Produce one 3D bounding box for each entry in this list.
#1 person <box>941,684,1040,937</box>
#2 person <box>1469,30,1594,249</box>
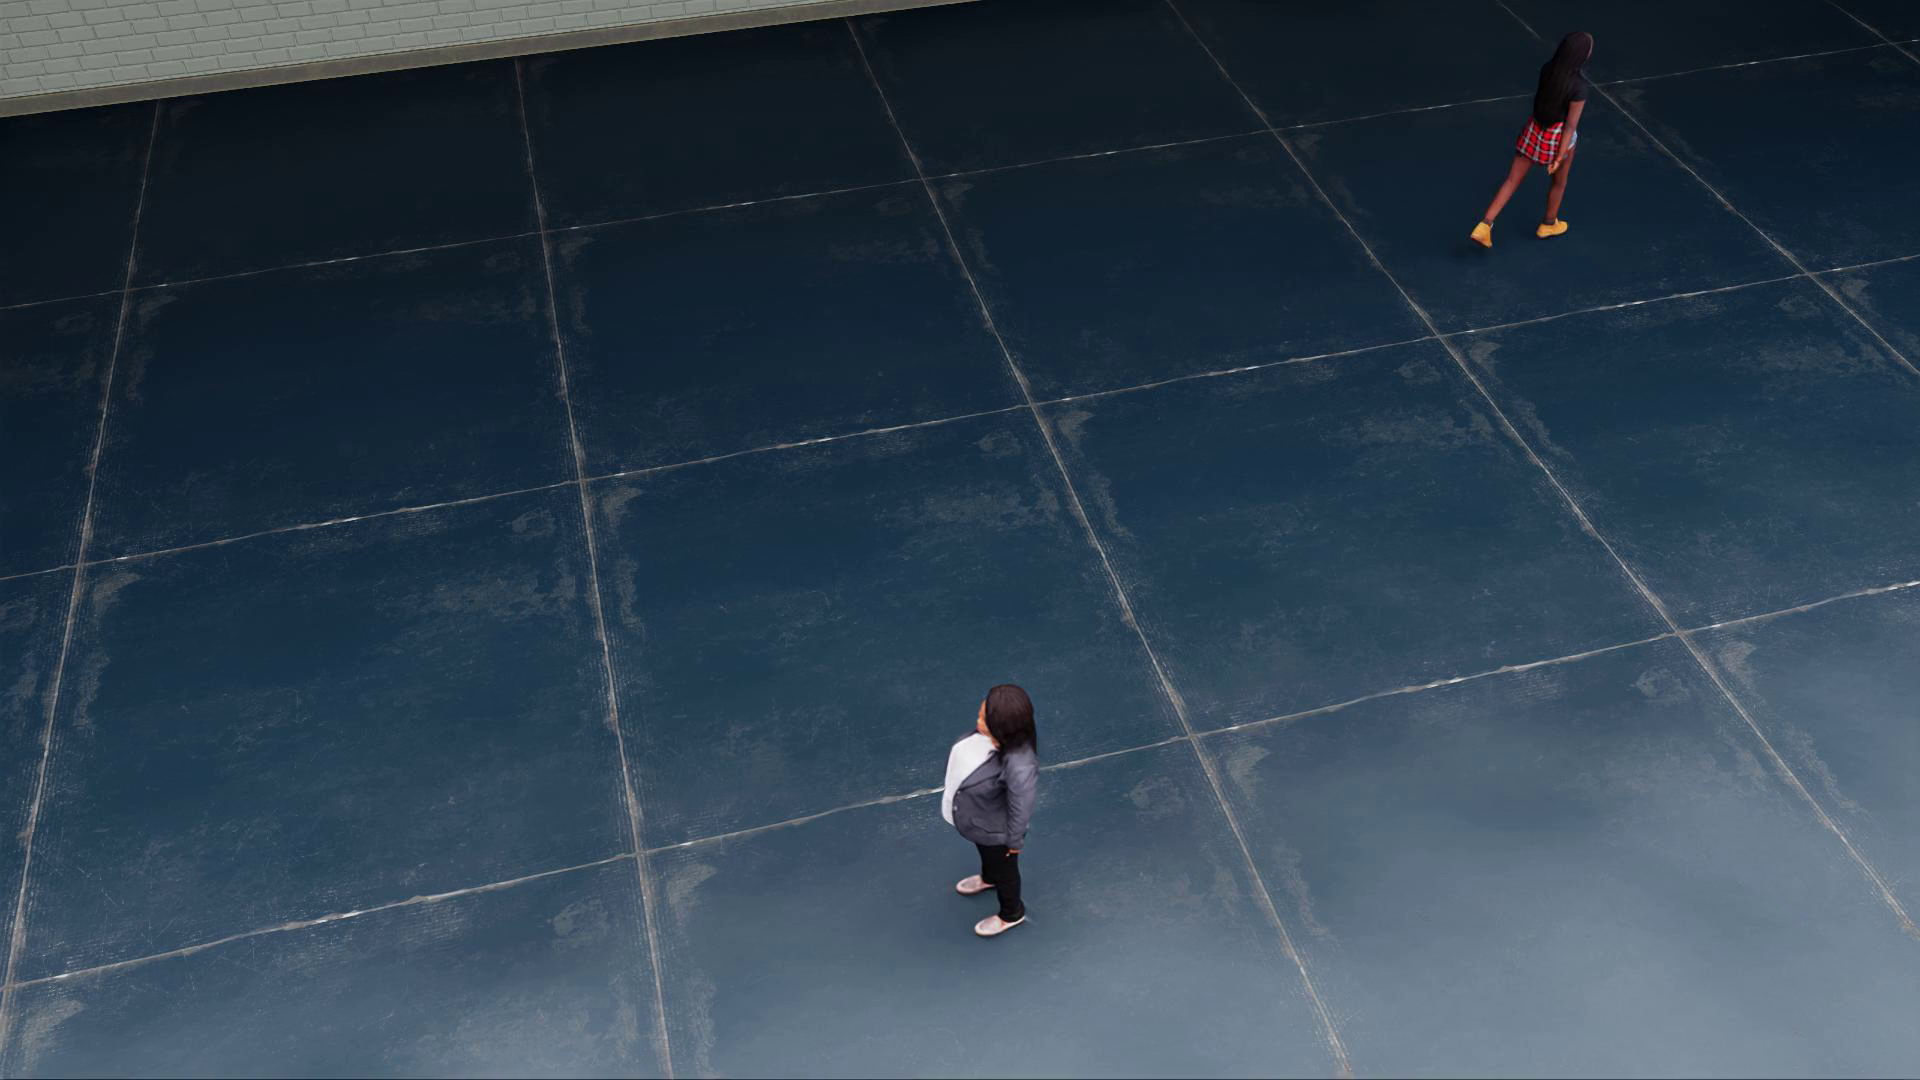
[{"bbox_3d":[0.175,1.227,7.703,0.721,1.597,0.581,-9,44,-9],"label":"person"},{"bbox_3d":[4.150,-2.829,11.975,0.934,1.694,1.178,-26,49,-25],"label":"person"}]
